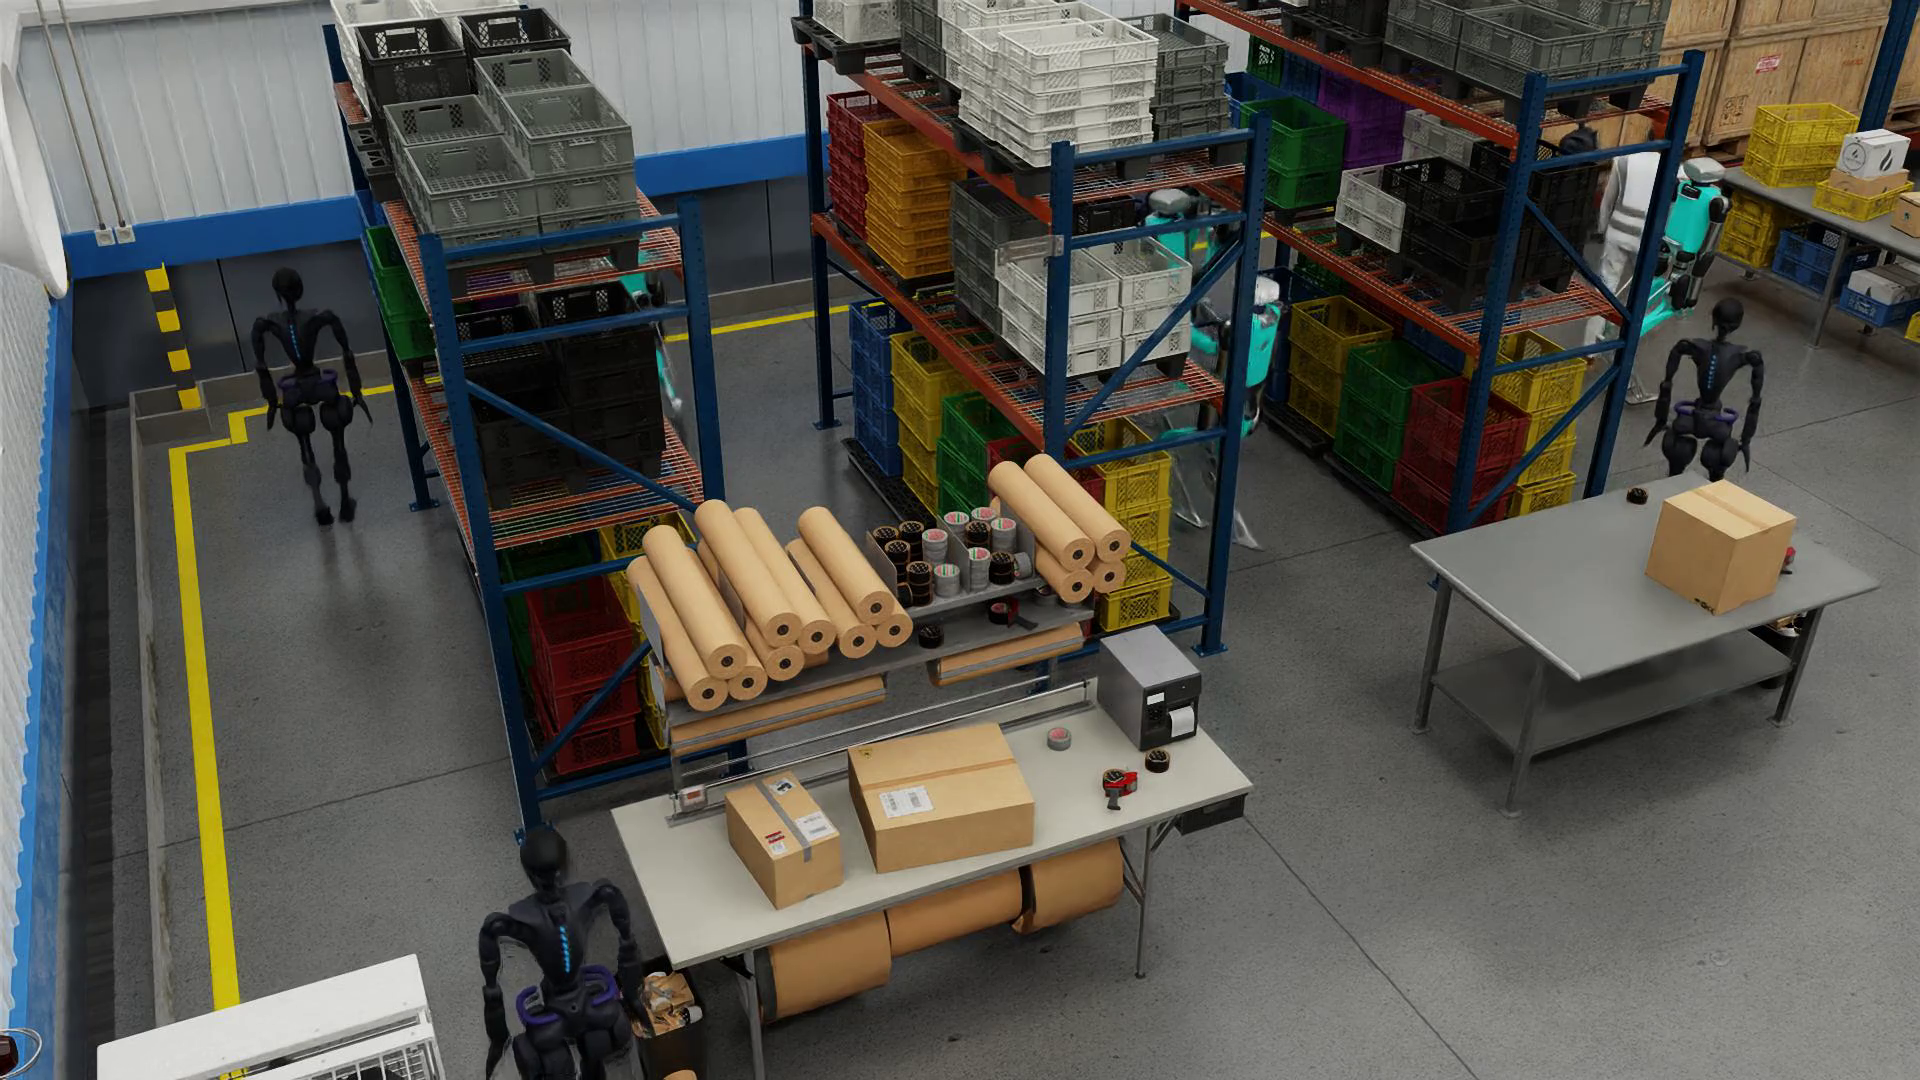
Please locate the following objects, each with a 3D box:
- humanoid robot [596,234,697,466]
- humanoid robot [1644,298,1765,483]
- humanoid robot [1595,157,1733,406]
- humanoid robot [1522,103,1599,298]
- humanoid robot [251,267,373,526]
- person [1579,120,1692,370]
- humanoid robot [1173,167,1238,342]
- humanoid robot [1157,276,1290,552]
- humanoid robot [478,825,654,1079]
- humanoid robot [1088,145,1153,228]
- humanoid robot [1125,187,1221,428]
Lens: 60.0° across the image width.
[{"bbox_3d":[-1.968,-1.186,10.558,0.547,1.827,0.902,-22,38,-31],"label":"humanoid robot"},{"bbox_3d":[4.311,-0.620,9.684,0.595,1.653,0.580,19,36,27],"label":"humanoid robot"},{"bbox_3d":[4.673,-1.726,11.279,0.734,1.690,0.530,-10,33,-16],"label":"humanoid robot"},{"bbox_3d":[4.783,-2.614,12.905,0.725,1.631,0.606,20,37,29],"label":"humanoid robot"},{"bbox_3d":[-3.873,-0.822,9.961,0.616,1.637,0.427,-8,32,-12],"label":"humanoid robot"},{"bbox_3d":[4.896,-2.190,12.032,0.642,1.822,1.010,23,38,33],"label":"person"},{"bbox_3d":[1.705,-2.231,12.210,0.560,1.775,0.822,19,36,27],"label":"humanoid robot"},{"bbox_3d":[1.487,-0.764,9.828,0.539,1.790,0.844,-26,40,-35],"label":"humanoid robot"},{"bbox_3d":[-1.380,1.727,5.885,0.608,1.637,0.786,-17,35,-25],"label":"humanoid robot"},{"bbox_3d":[1.183,-2.350,12.443,0.588,1.652,0.322,14,34,22],"label":"humanoid robot"},{"bbox_3d":[1.541,-1.374,10.862,1.034,1.771,0.546,23,39,33],"label":"humanoid robot"}]
